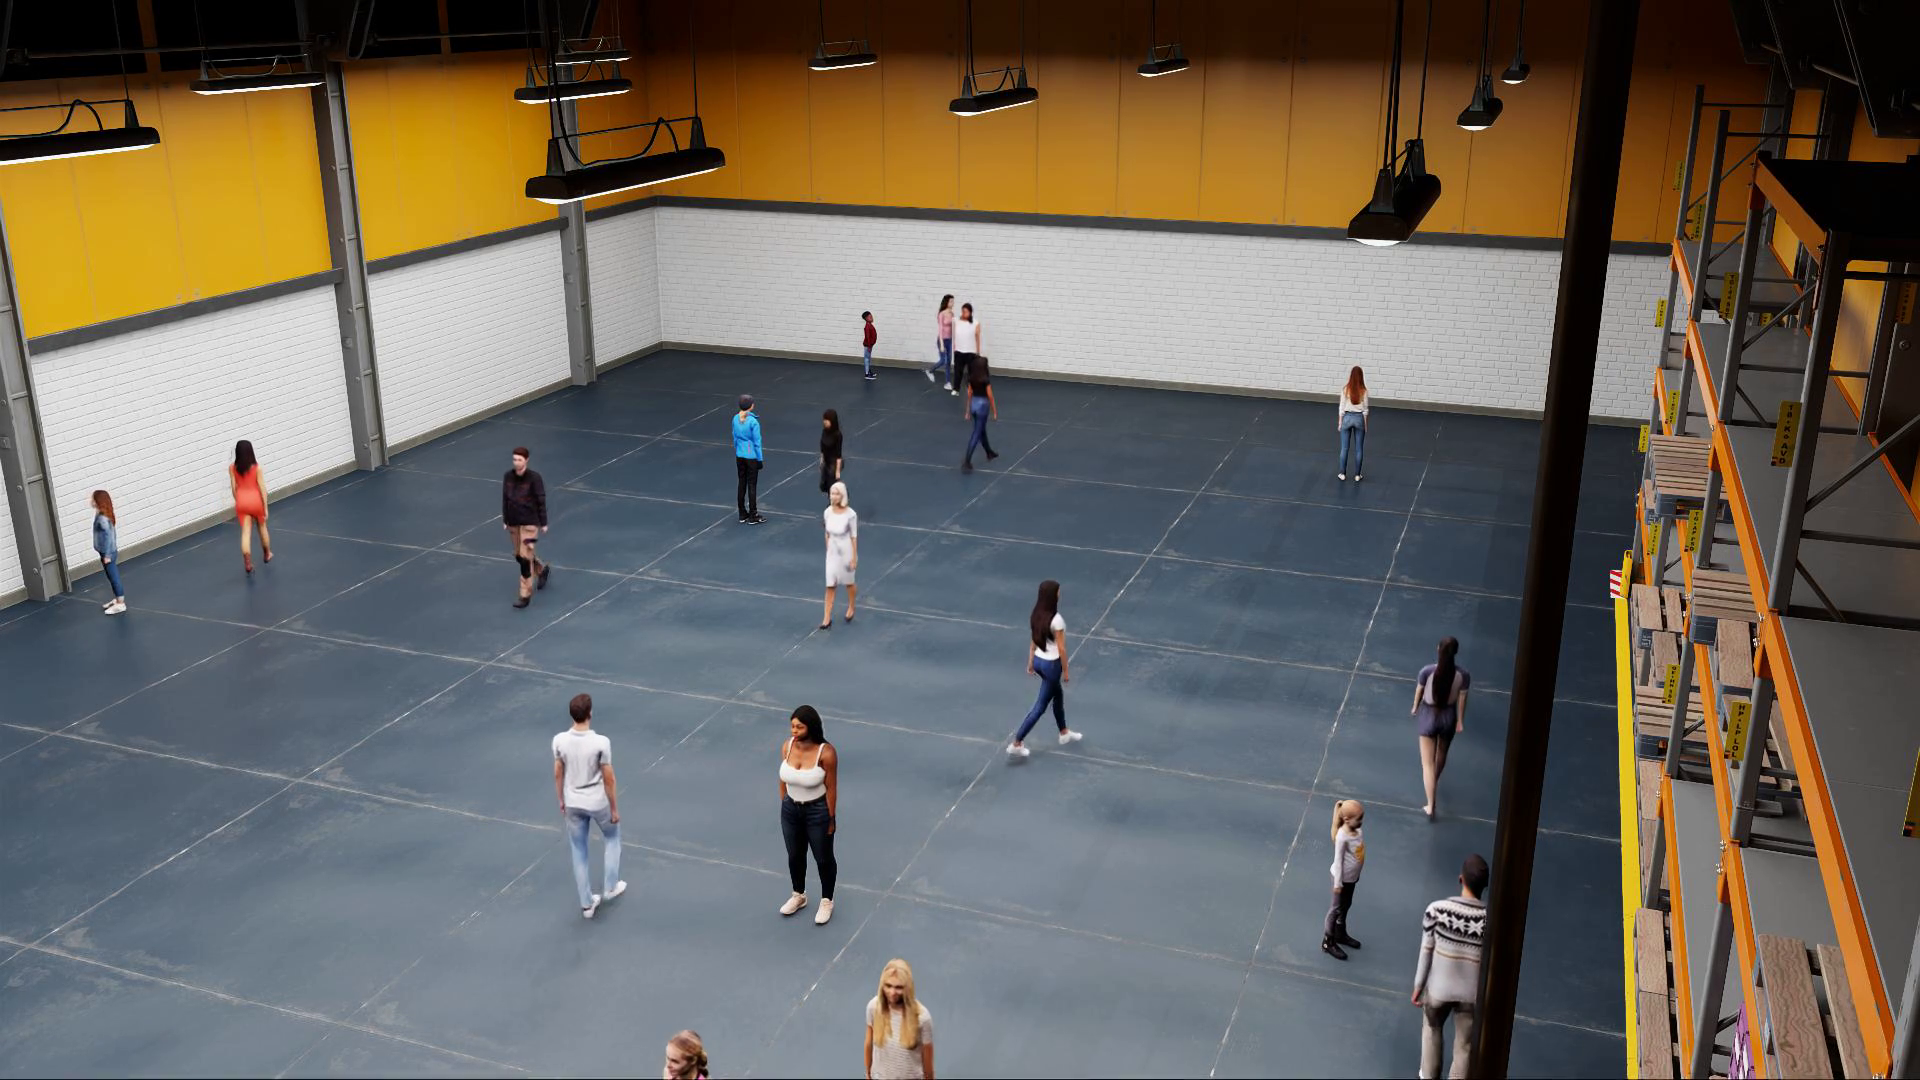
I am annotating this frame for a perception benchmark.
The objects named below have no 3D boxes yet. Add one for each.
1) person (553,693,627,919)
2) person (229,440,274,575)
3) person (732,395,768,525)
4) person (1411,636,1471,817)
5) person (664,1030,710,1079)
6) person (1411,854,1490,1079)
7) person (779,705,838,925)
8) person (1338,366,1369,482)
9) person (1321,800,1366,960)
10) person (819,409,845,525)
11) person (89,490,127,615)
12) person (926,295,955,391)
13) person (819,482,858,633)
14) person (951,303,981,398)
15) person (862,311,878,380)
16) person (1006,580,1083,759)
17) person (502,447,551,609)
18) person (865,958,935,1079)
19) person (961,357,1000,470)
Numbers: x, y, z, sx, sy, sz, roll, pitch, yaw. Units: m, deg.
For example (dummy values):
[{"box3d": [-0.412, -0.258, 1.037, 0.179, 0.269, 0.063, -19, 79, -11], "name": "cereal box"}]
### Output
[{"box3d": [-2.946, 2.125, 13.055, 0.774, 1.839, 0.816, 2, 19, 5], "name": "person"}, {"box3d": [-8.882, -0.382, 20.745, 0.963, 1.681, 1.177, -4, 19, -11], "name": "person"}, {"box3d": [-2.903, -1.111, 22.730, 0.672, 1.797, 0.614, 13, 23, 34], "name": "person"}, {"box3d": [4.249, 1.671, 14.766, 0.801, 1.606, 1.100, 1, 19, 3], "name": "person"}, {"box3d": [-1.420, 3.442, 9.251, 1.058, 1.771, 0.901, -16, 24, -38], "name": "person"}, {"box3d": [3.186, 2.929, 10.671, 0.719, 1.836, 0.778, 6, 20, 18], "name": "person"}, {"box3d": [-1.189, 2.133, 13.077, 0.652, 1.809, 0.608, 8, 20, 23], "name": "person"}, {"box3d": [5.840, -1.737, 24.698, 0.591, 1.728, 0.531, 5, 19, 14], "name": "person"}, {"box3d": [2.922, 2.553, 12.666, 0.608, 1.276, 0.508, 15, 24, 37], "name": "person"}, {"box3d": [-1.680, -1.026, 22.742, 0.827, 1.628, 0.753, -14, 23, -36], "name": "person"}, {"box3d": [-10.023, 0.123, 19.568, 0.684, 1.477, 0.649, -11, 22, -30], "name": "person"}, {"box3d": [-0.322, -3.606, 30.237, 0.885, 1.734, 0.836, -17, 25, -41], "name": "person"}, {"box3d": [-1.322, 0.168, 19.071, 0.595, 1.708, 1.025, 6, 19, 17], "name": "person"}, {"box3d": [0.129, -3.411, 29.761, 0.712, 1.669, 0.933, 5, 19, 15], "name": "person"}, {"box3d": [-1.719, -3.666, 31.165, 0.624, 1.256, 0.515, 0, 19, 1], "name": "person"}, {"box3d": [0.761, 1.268, 15.769, 1.181, 1.730, 1.067, -10, 21, -28], "name": "person"}, {"box3d": [-5.167, -0.191, 19.844, 0.743, 1.896, 1.193, 5, 19, 14], "name": "person"}, {"box3d": [-0.328, 3.224, 9.838, 0.663, 1.809, 0.682, 3, 19, 9], "name": "person"}, {"box3d": [0.249, -1.880, 25.183, 0.825, 1.688, 1.238, 13, 23, 35], "name": "person"}]
